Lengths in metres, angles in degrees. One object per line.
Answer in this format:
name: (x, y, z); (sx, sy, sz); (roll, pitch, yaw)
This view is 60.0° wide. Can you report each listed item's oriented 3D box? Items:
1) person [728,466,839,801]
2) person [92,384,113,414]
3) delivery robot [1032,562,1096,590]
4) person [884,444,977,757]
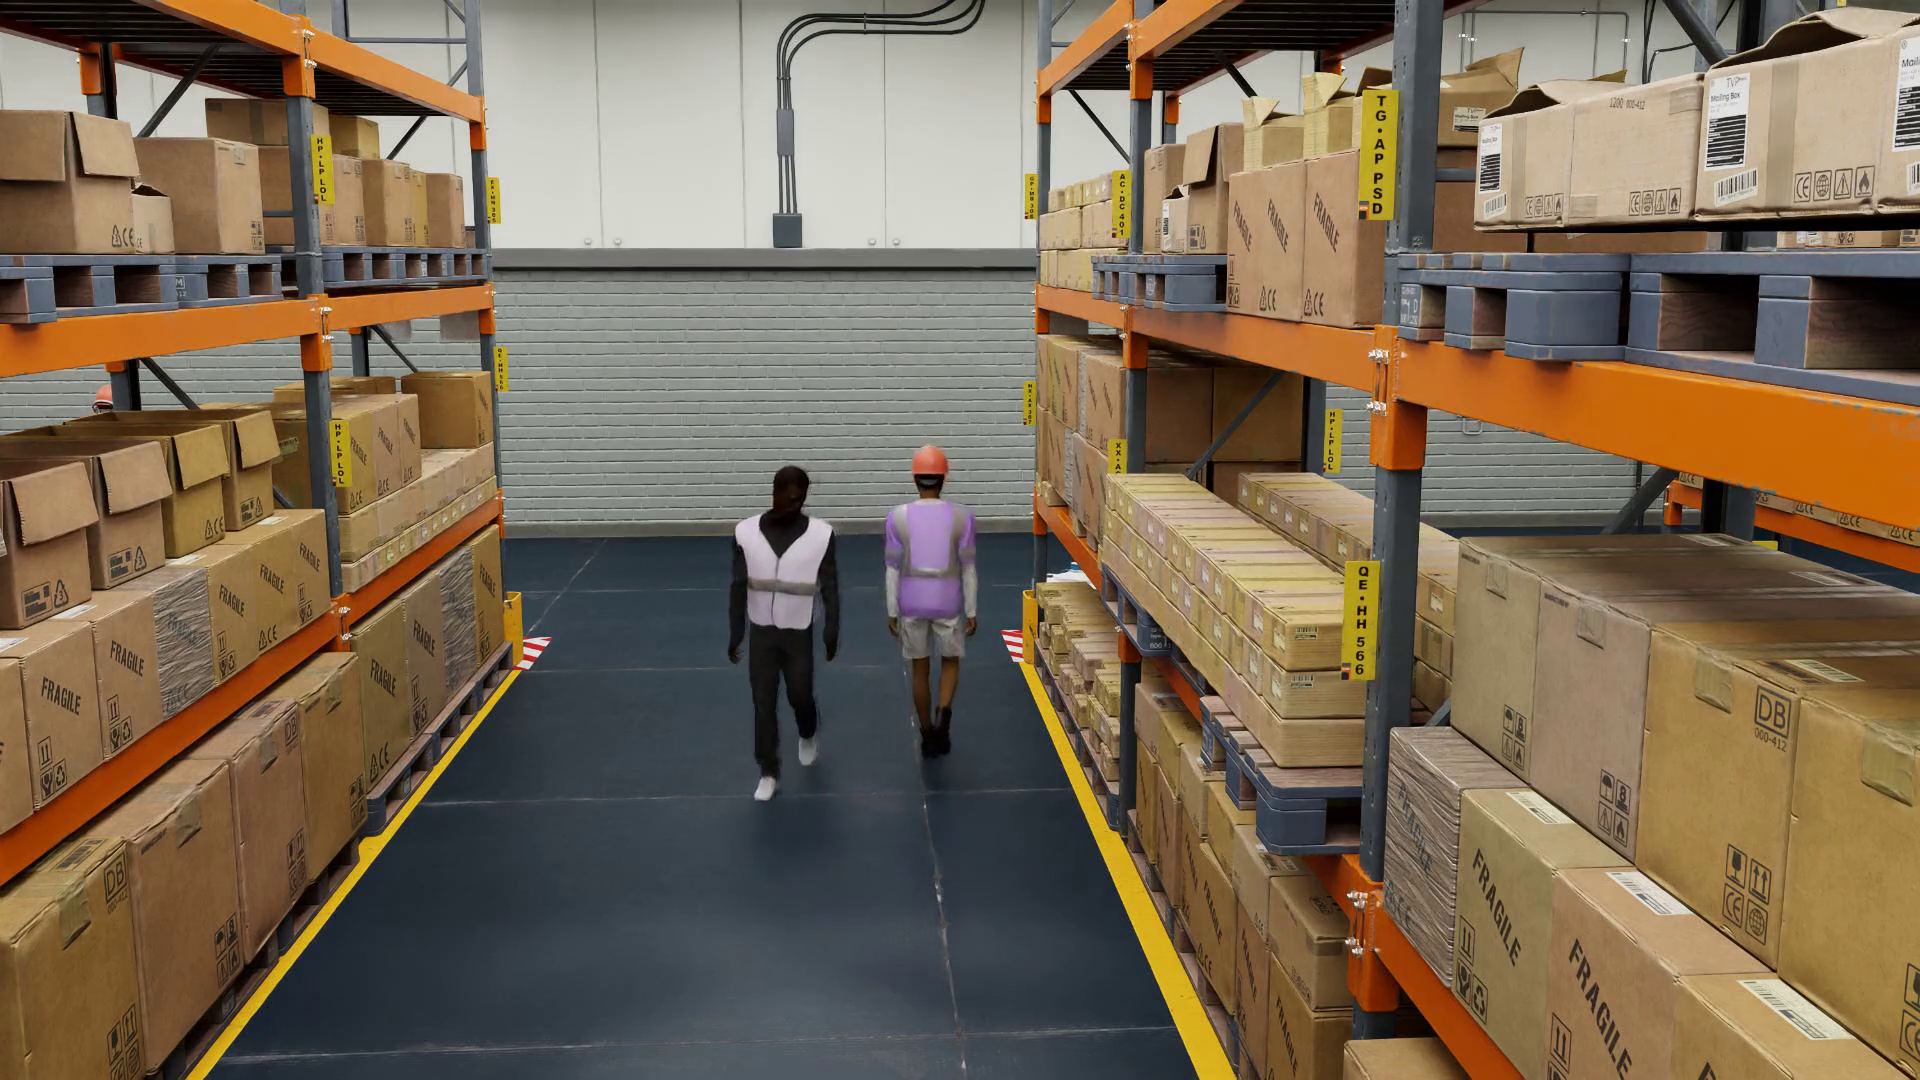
person: (-0.995, 0.497, 9.475); (0.624, 1.888, 0.637); (1, 10, 5)
person: (-7.022, -0.296, 13.848); (0.615, 1.990, 0.401); (-1, 10, -9)
delivery robot: (0.950, 0.421, 13.559); (0.707, 0.478, 0.477); (6, 11, 30)
person: (-0.177, 0.389, 9.997); (0.563, 1.924, 0.493); (0, 10, 1)
